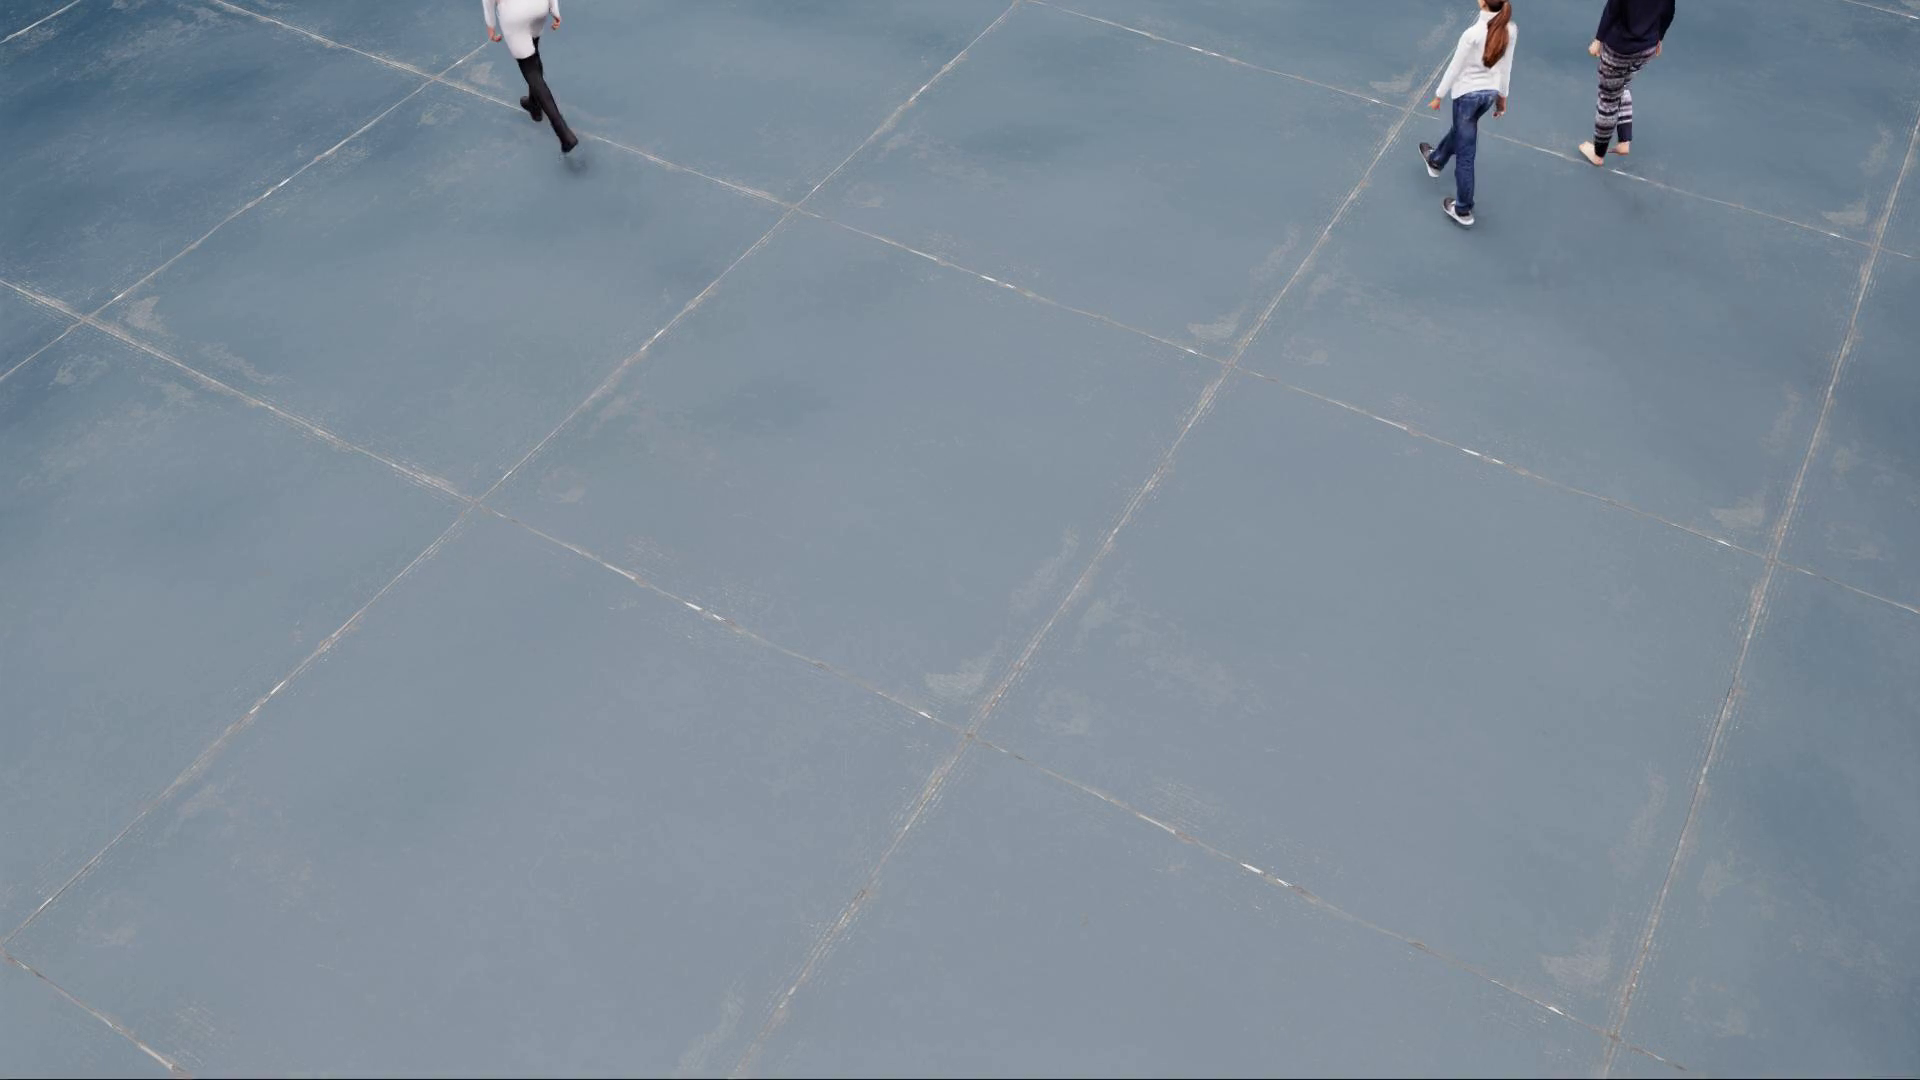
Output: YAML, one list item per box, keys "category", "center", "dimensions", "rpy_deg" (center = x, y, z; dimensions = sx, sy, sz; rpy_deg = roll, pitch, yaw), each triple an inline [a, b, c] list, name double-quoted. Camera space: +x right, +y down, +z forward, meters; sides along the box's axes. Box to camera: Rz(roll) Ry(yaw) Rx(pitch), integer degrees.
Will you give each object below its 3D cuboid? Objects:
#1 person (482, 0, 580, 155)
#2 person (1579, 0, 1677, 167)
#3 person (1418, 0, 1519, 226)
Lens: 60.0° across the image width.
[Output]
- category: "person"
  center: [-2.682, -3.235, 10.352]
  dimensions: [0.964, 1.772, 1.246]
  rpy_deg: [-28, 53, -23]
- category: "person"
  center: [4.142, -3.018, 10.184]
  dimensions: [0.752, 1.724, 0.809]
  rpy_deg: [-12, 48, -11]
- category: "person"
  center: [3.106, -2.575, 9.910]
  dimensions: [0.924, 1.524, 1.031]
  rpy_deg: [-15, 49, -13]
